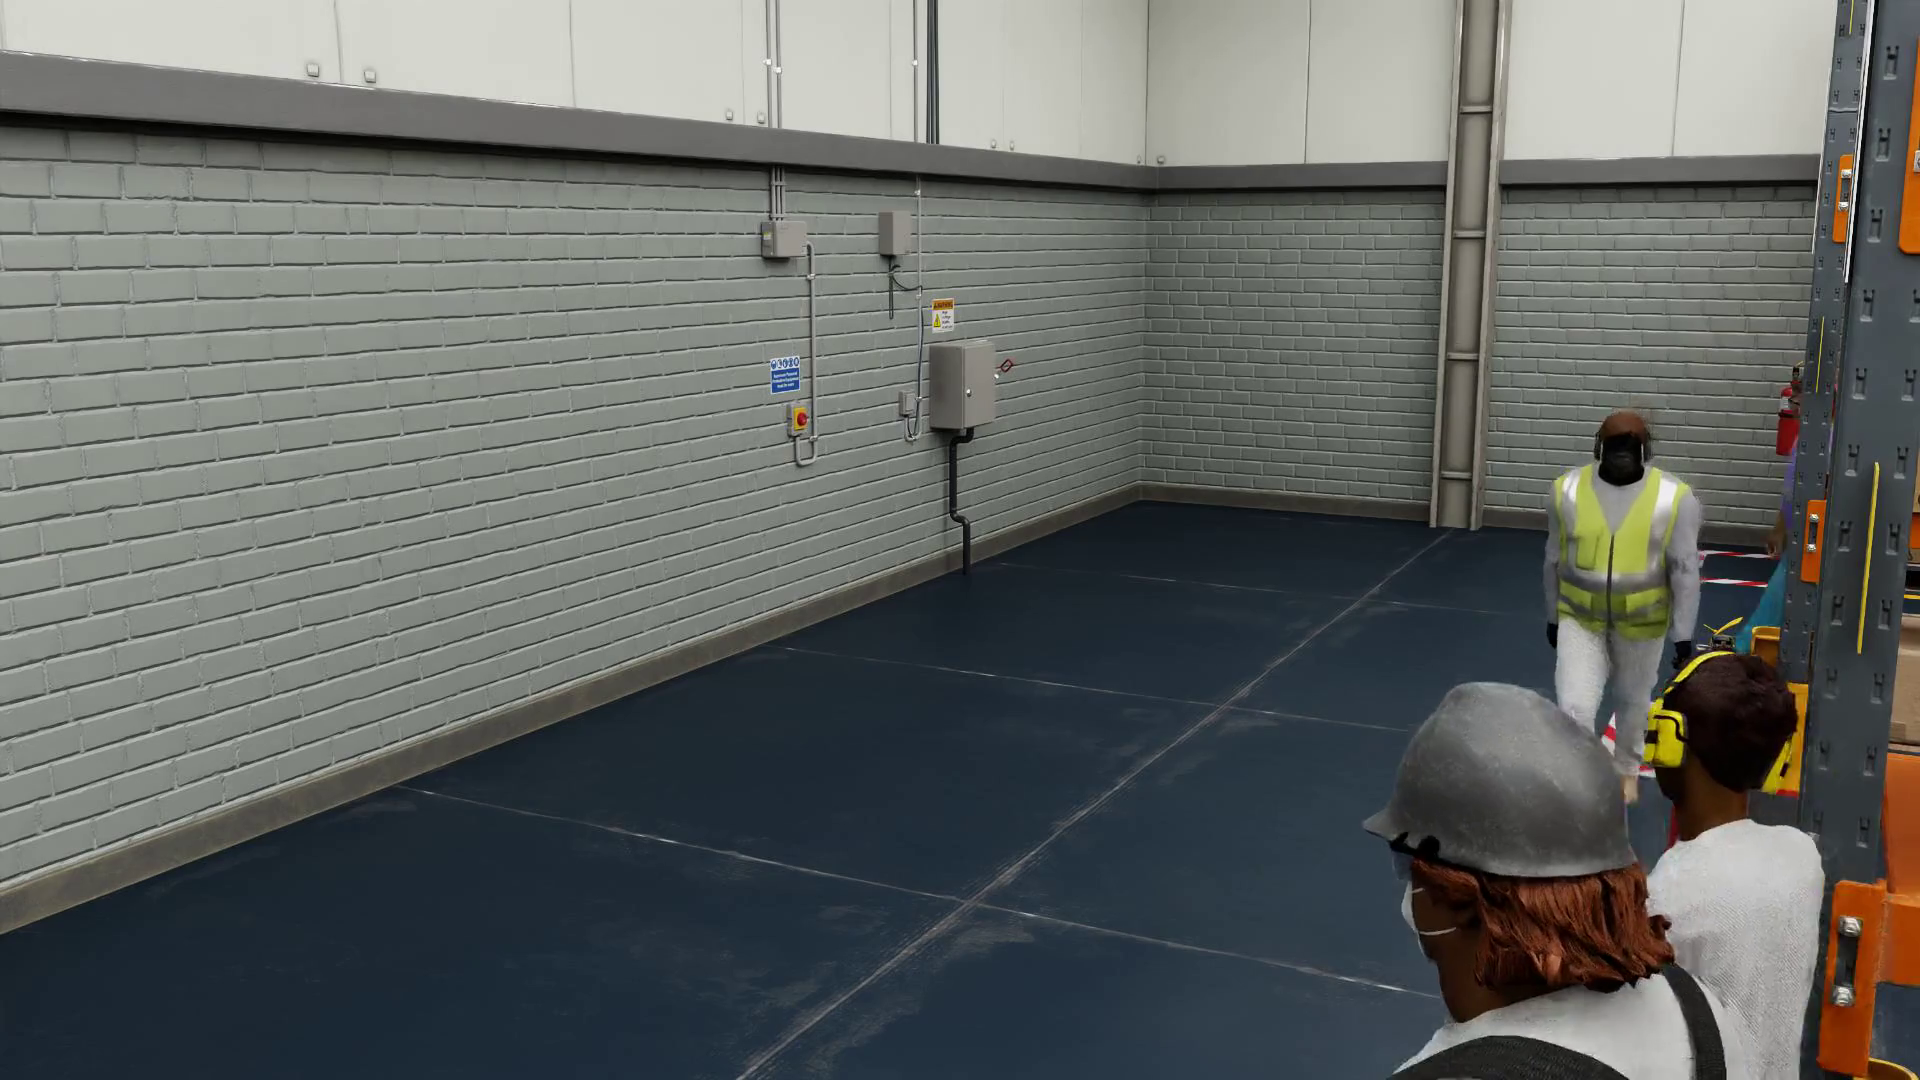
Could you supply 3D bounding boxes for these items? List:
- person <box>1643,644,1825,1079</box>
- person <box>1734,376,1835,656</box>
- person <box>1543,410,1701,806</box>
[{"bbox_3d":[1.207,1.094,2.833,0.530,1.839,0.526,-6,12,-30],"label":"person"},{"bbox_3d":[4.535,-0.014,9.023,1.003,1.777,0.629,4,11,21],"label":"person"},{"bbox_3d":[2.808,0.339,7.107,0.641,1.793,0.979,5,12,26],"label":"person"}]
